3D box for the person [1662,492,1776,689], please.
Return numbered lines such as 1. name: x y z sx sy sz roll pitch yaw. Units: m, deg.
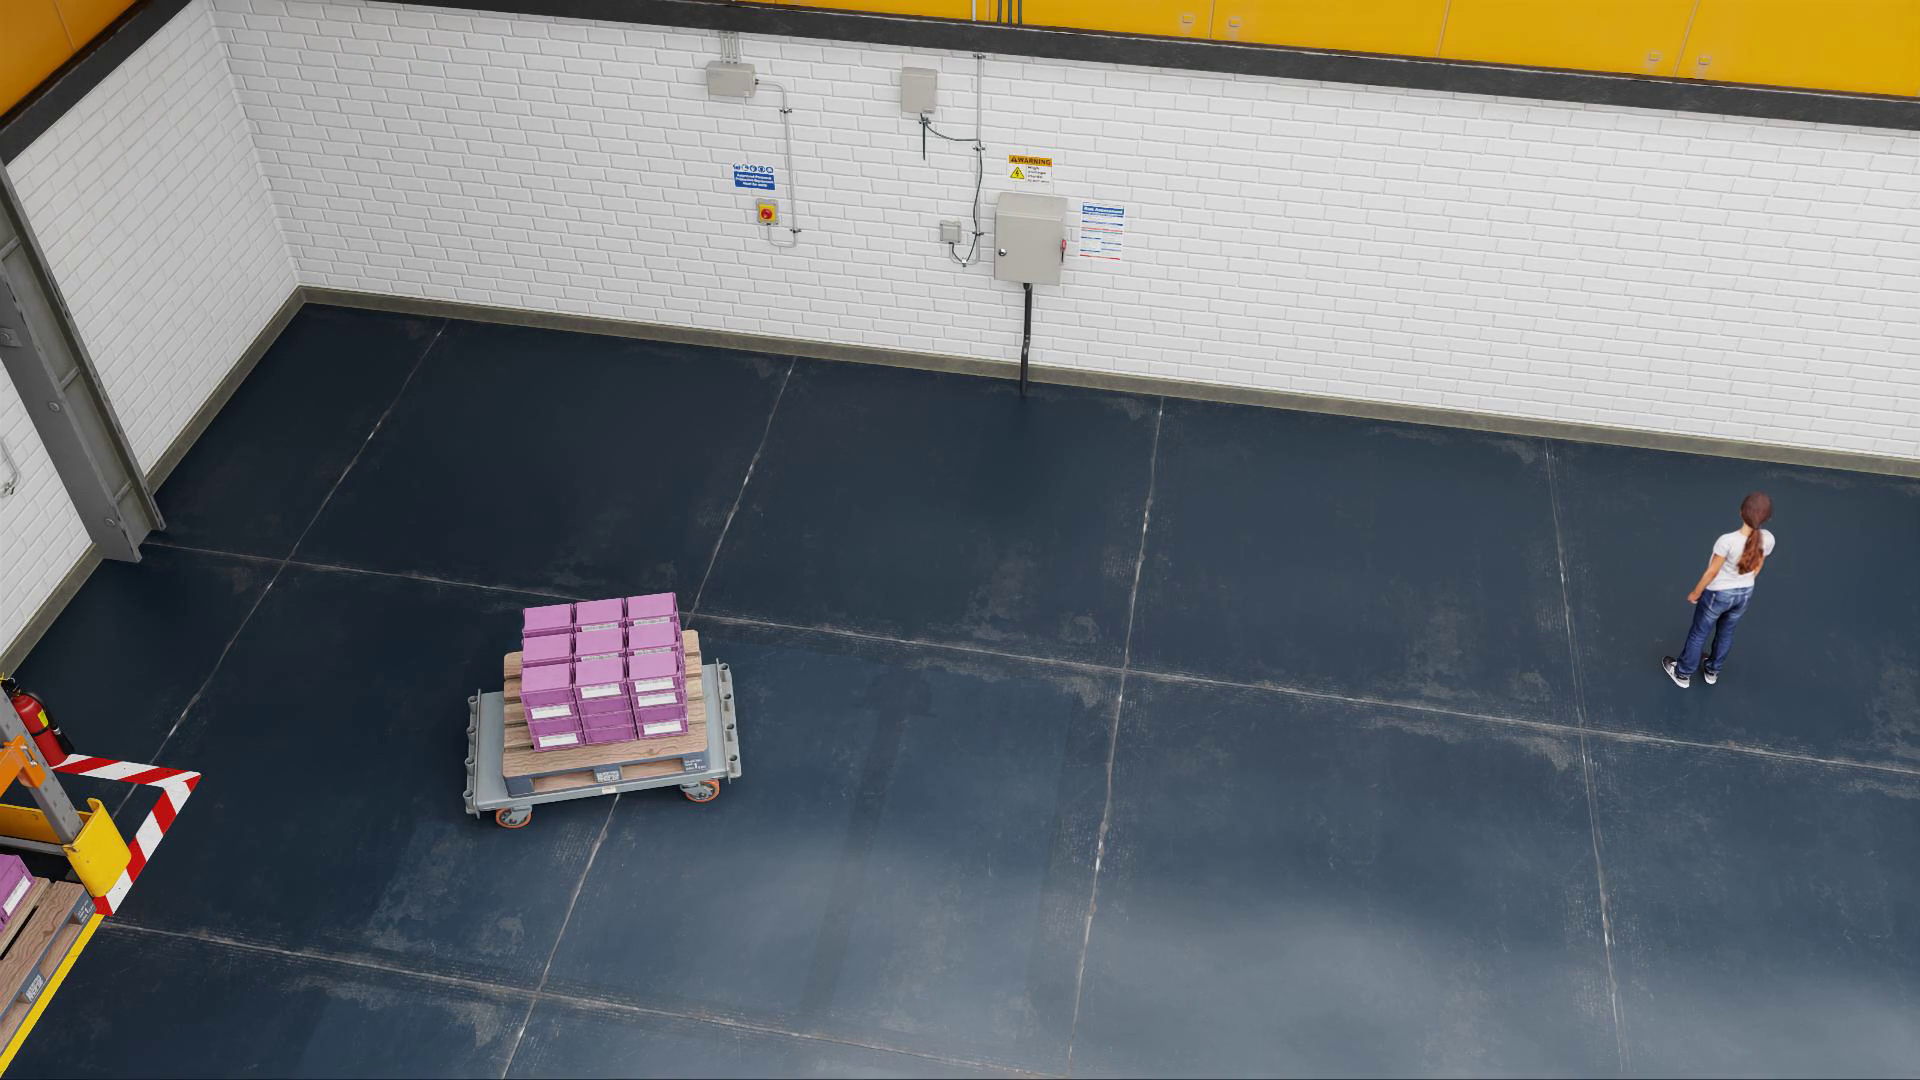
1. person: 4.863 0.316 10.556 0.590 1.562 0.587 -4 44 -4
